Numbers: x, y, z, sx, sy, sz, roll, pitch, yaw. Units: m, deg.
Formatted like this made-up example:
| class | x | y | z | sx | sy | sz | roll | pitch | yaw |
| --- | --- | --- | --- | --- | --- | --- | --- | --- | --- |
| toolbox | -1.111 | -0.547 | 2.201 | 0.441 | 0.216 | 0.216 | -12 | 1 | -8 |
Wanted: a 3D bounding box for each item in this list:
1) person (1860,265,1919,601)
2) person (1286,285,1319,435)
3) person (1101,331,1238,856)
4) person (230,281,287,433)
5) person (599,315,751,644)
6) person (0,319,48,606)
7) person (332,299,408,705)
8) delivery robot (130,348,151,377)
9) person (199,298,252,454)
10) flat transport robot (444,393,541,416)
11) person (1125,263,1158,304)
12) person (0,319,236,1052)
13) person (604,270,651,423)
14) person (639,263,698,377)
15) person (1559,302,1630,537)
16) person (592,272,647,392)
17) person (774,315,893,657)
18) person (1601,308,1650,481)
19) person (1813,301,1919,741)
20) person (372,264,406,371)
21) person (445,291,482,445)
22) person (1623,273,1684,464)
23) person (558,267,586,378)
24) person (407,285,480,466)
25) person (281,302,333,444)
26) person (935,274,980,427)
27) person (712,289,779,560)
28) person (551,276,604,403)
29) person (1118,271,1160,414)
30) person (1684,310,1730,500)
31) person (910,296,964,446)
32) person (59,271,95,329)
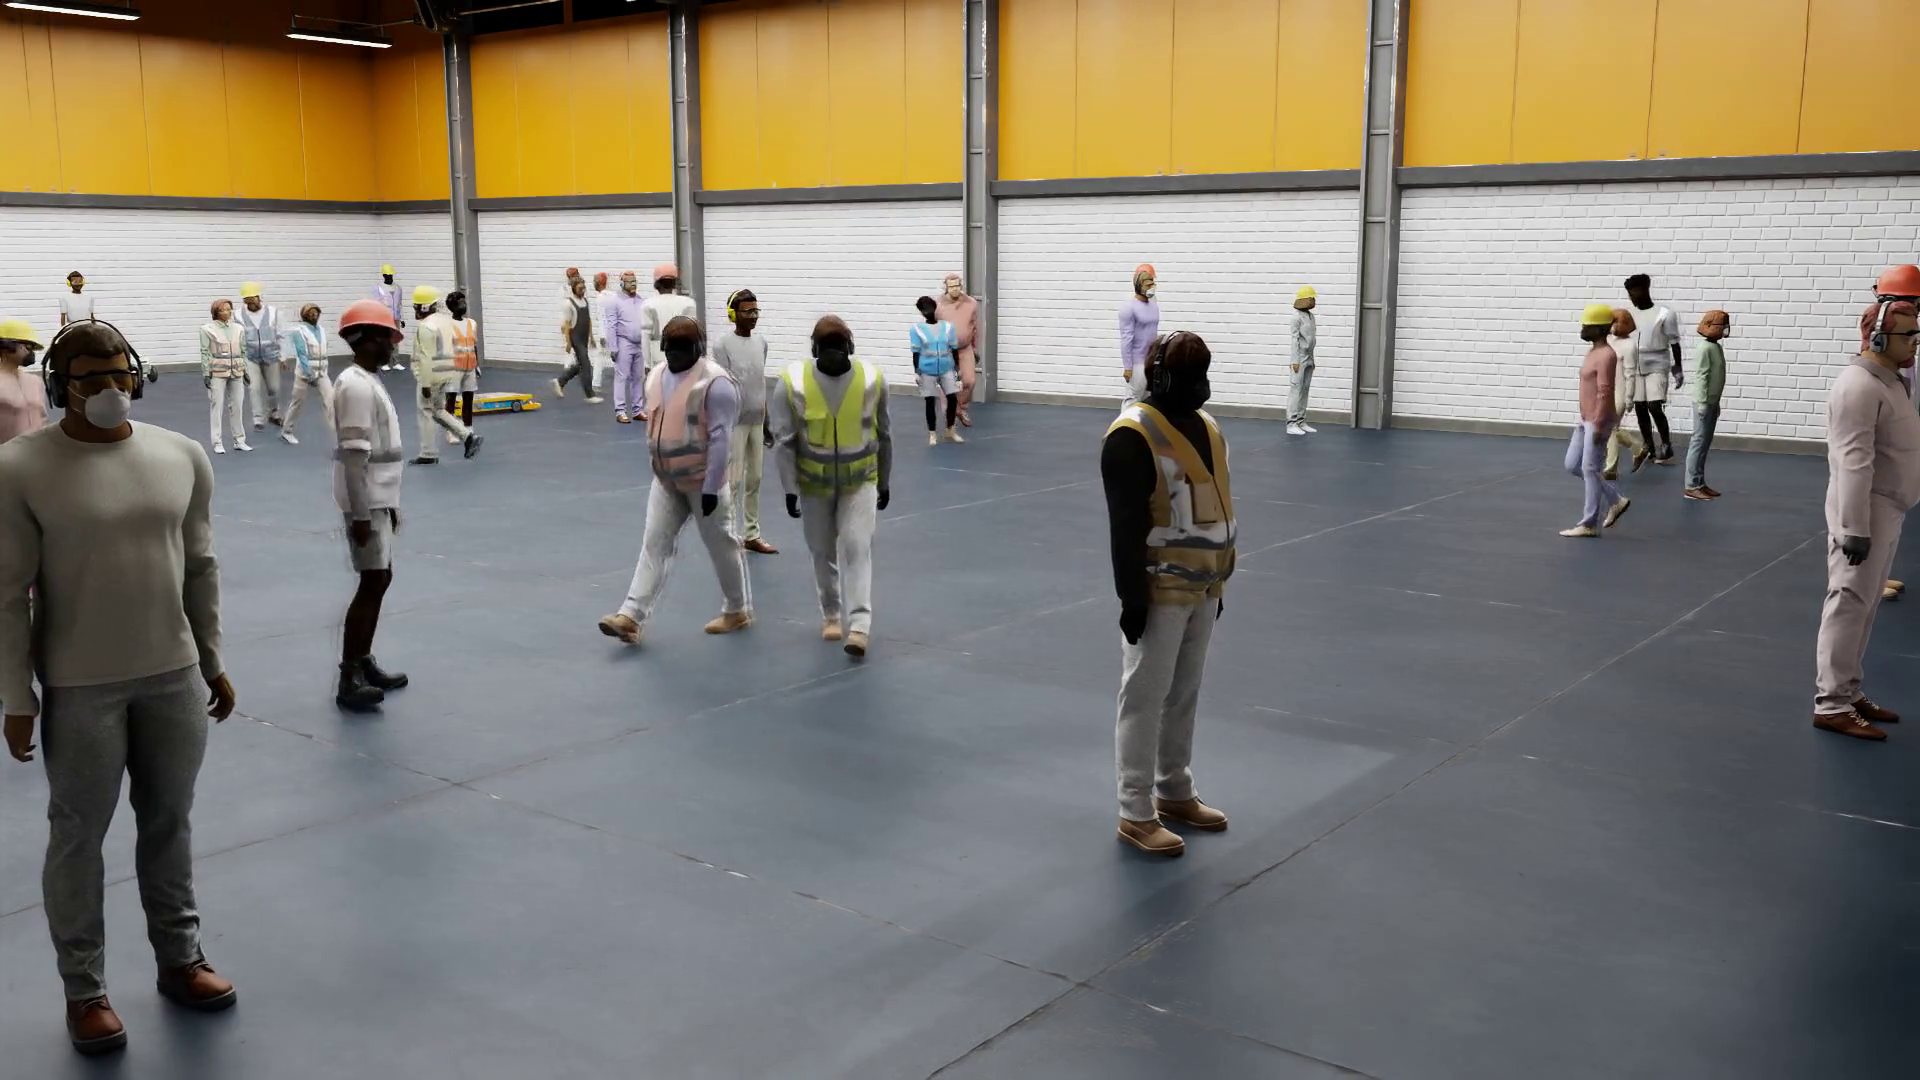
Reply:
| class | x | y | z | sx | sy | sz | roll | pitch | yaw |
| --- | --- | --- | --- | --- | --- | --- | --- | --- | --- |
| person | 5.700 | -0.657 | 10.219 | 0.373 | 2.042 | 0.614 | 7 | 12 | 37 |
| person | 4.054 | -2.120 | 19.603 | 0.284 | 1.746 | 0.492 | 7 | 12 | 37 |
| person | 0.764 | 0.178 | 5.944 | 0.429 | 1.842 | 0.633 | 7 | 12 | 37 |
| person | -8.376 | -2.192 | 19.897 | 0.610 | 1.800 | 0.681 | -4 | 11 | -23 |
| person | -1.524 | -0.320 | 9.014 | 0.642 | 1.780 | 0.974 | 7 | 12 | 36 |
| person | -5.639 | -0.424 | 9.818 | 0.350 | 1.725 | 0.658 | 2 | 10 | 9 |
| person | -2.806 | -0.178 | 7.893 | 0.366 | 1.890 | 0.701 | -2 | 10 | -13 |
| delivery robot | -13.657 | -2.921 | 27.457 | 0.707 | 0.478 | 0.477 | 9 | 13 | 42 |
| person | -7.825 | -1.748 | 17.731 | 0.305 | 1.645 | 0.522 | 7 | 12 | 37 |
| flat transport robot | -6.367 | -1.821 | 22.149 | 0.652 | 0.197 | 1.431 | 8 | 12 | 37 |
| person | 2.292 | -2.453 | 20.818 | 0.382 | 1.993 | 0.622 | 7 | 12 | 37 |
| person | -2.276 | 0.378 | 4.496 | 0.360 | 1.938 | 0.635 | 7 | 12 | 37 |
| person | -4.137 | -2.425 | 20.910 | 0.409 | 1.907 | 0.651 | 7 | 12 | 37 |
| person | -3.104 | -1.929 | 17.749 | 0.636 | 2.005 | 0.937 | -3 | 10 | -17 |
| person | 4.746 | -0.884 | 12.363 | 0.436 | 1.752 | 0.547 | 1 | 10 | 8 |
| person | -5.333 | -3.187 | 25.554 | 0.900 | 1.849 | 0.625 | 2 | 10 | 12 |
| person | -0.655 | -0.283 | 8.787 | 0.628 | 1.786 | 0.969 | -1 | 10 | -5 |
| person | 6.169 | -1.344 | 15.445 | 0.517 | 1.616 | 0.508 | 0 | 10 | 0 |
| person | 4.024 | -0.093 | 7.333 | 0.409 | 1.907 | 0.651 | 7 | 12 | 37 |
| person | -10.389 | -4.051 | 30.315 | 0.367 | 1.926 | 0.594 | 7 | 12 | 37 |
| person | -5.583 | -1.919 | 18.565 | 0.315 | 1.699 | 0.540 | 7 | 12 | 37 |
| person | 6.913 | -1.718 | 16.735 | 0.513 | 1.923 | 0.629 | -7 | 12 | -34 |
| person | -6.590 | -3.706 | 28.431 | 0.345 | 1.883 | 0.584 | 7 | 12 | 37 |
| person | -5.191 | -1.629 | 16.551 | 0.614 | 1.810 | 0.604 | 1 | 10 | 4 |
| person | -7.199 | -1.834 | 18.402 | 0.907 | 1.589 | 0.504 | 5 | 11 | 26 |
| person | -0.071 | -2.289 | 20.208 | 0.667 | 1.876 | 0.466 | -3 | 10 | -16 |
| person | -1.489 | -0.805 | 11.587 | 0.316 | 1.870 | 0.531 | 7 | 12 | 37 |
| person | -5.476 | -2.834 | 23.577 | 0.783 | 1.812 | 0.547 | 3 | 10 | 18 |
| person | 1.879 | -1.812 | 17.248 | 0.360 | 1.939 | 0.635 | 7 | 12 | 37 |
| person | 6.475 | -1.168 | 14.389 | 0.275 | 1.632 | 0.507 | 7 | 12 | 37 |
| person | -0.267 | -1.851 | 18.316 | 0.609 | 1.663 | 0.367 | -3 | 10 | -17 |
| person | -12.742 | -2.955 | 24.102 | 0.316 | 1.870 | 0.531 | 7 | 12 | 37 |
